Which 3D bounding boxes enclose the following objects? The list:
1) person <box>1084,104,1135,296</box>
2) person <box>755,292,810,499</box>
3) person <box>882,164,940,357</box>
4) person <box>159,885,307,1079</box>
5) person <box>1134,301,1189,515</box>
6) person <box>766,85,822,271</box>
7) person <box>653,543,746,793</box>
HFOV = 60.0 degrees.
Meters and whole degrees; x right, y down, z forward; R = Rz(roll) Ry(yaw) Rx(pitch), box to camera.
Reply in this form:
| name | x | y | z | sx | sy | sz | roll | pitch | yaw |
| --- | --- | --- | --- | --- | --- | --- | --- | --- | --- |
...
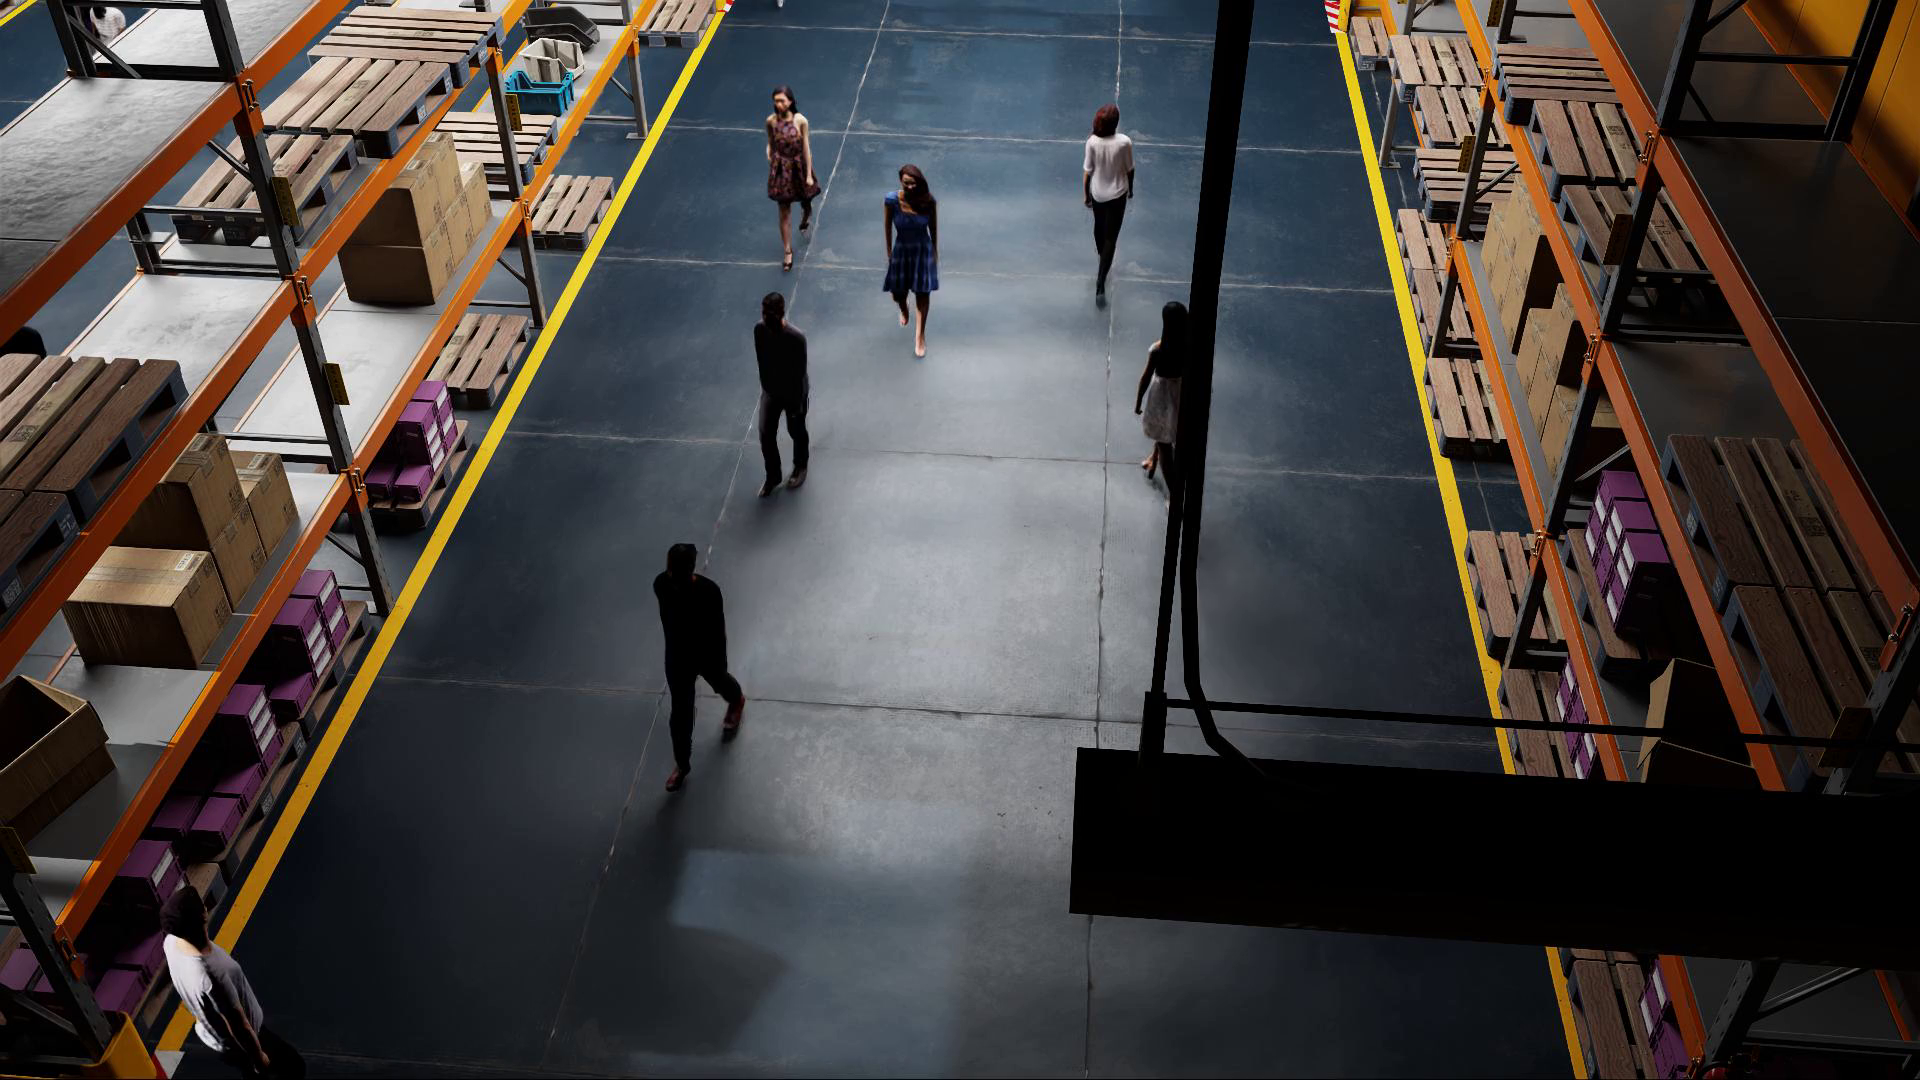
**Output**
| name | x | y | z | sx | sy | sz | roll | pitch | yaw |
| --- | --- | --- | --- | --- | --- | --- | --- | --- | --- |
| person | 1.354 | -3.086 | 15.286 | 0.768 | 1.751 | 1.178 | 11 | 40 | 13 |
| person | -1.318 | -1.187 | 12.914 | 0.726 | 1.744 | 0.825 | 13 | 40 | 16 |
| person | -0.410 | -2.464 | 14.473 | 0.690 | 1.794 | 0.808 | -1 | 39 | -1 |
| person | -3.668 | 2.490 | 8.228 | 0.913 | 1.846 | 0.865 | -32 | 48 | -33 |
| person | 1.602 | -0.973 | 12.649 | 0.890 | 1.739 | 1.094 | -12 | 40 | -15 |
| person | -1.573 | -3.475 | 15.771 | 0.671 | 1.755 | 0.977 | 3 | 39 | 3 |
| person | -1.632 | 0.677 | 10.604 | 0.797 | 1.714 | 1.218 | 11 | 40 | 13 |
